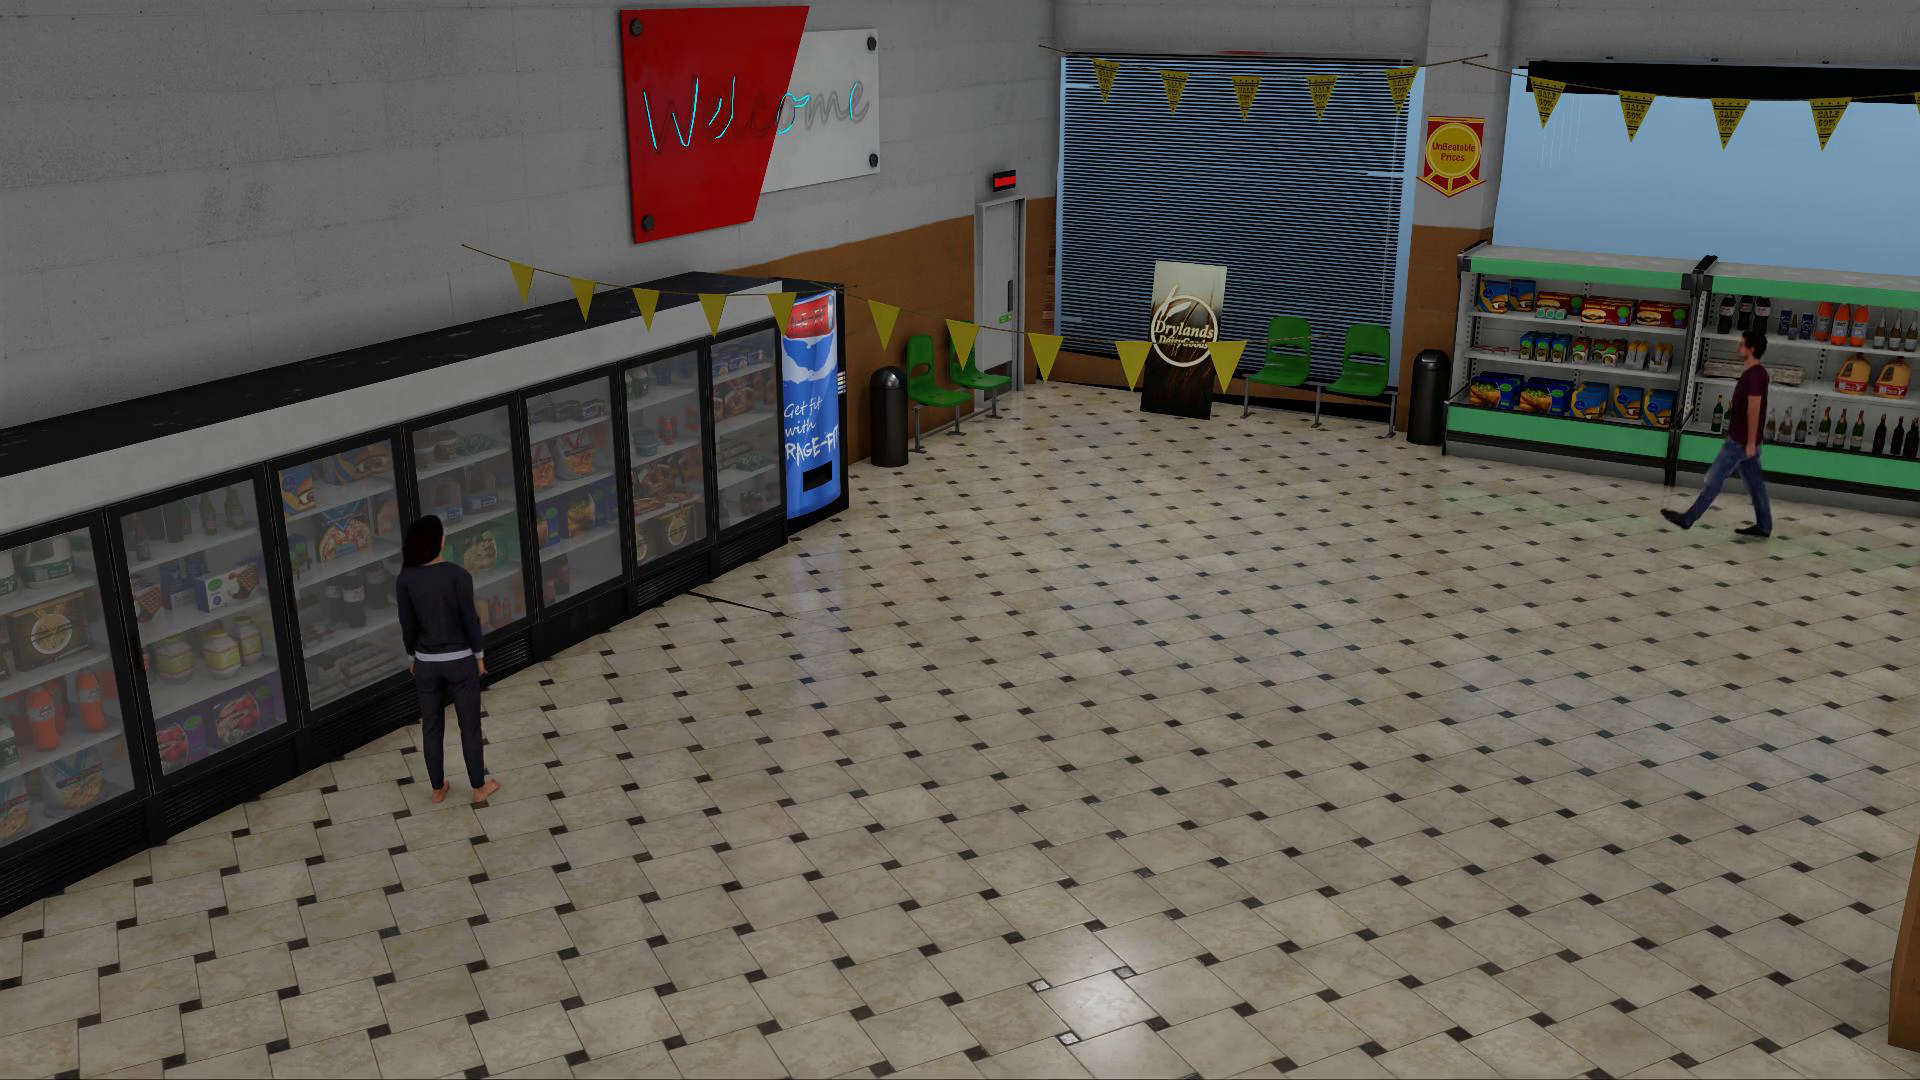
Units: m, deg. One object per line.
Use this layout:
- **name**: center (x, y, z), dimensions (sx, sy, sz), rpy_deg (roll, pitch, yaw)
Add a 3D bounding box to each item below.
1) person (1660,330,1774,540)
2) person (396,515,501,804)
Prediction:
- **person**: center (6.828, -0.854, 14.283), dimensions (1.101, 1.806, 0.675), rpy_deg (10, 21, 27)
- **person**: center (-3.014, 0.701, 9.731), dimensions (0.628, 1.767, 0.749), rpy_deg (0, 19, 0)
